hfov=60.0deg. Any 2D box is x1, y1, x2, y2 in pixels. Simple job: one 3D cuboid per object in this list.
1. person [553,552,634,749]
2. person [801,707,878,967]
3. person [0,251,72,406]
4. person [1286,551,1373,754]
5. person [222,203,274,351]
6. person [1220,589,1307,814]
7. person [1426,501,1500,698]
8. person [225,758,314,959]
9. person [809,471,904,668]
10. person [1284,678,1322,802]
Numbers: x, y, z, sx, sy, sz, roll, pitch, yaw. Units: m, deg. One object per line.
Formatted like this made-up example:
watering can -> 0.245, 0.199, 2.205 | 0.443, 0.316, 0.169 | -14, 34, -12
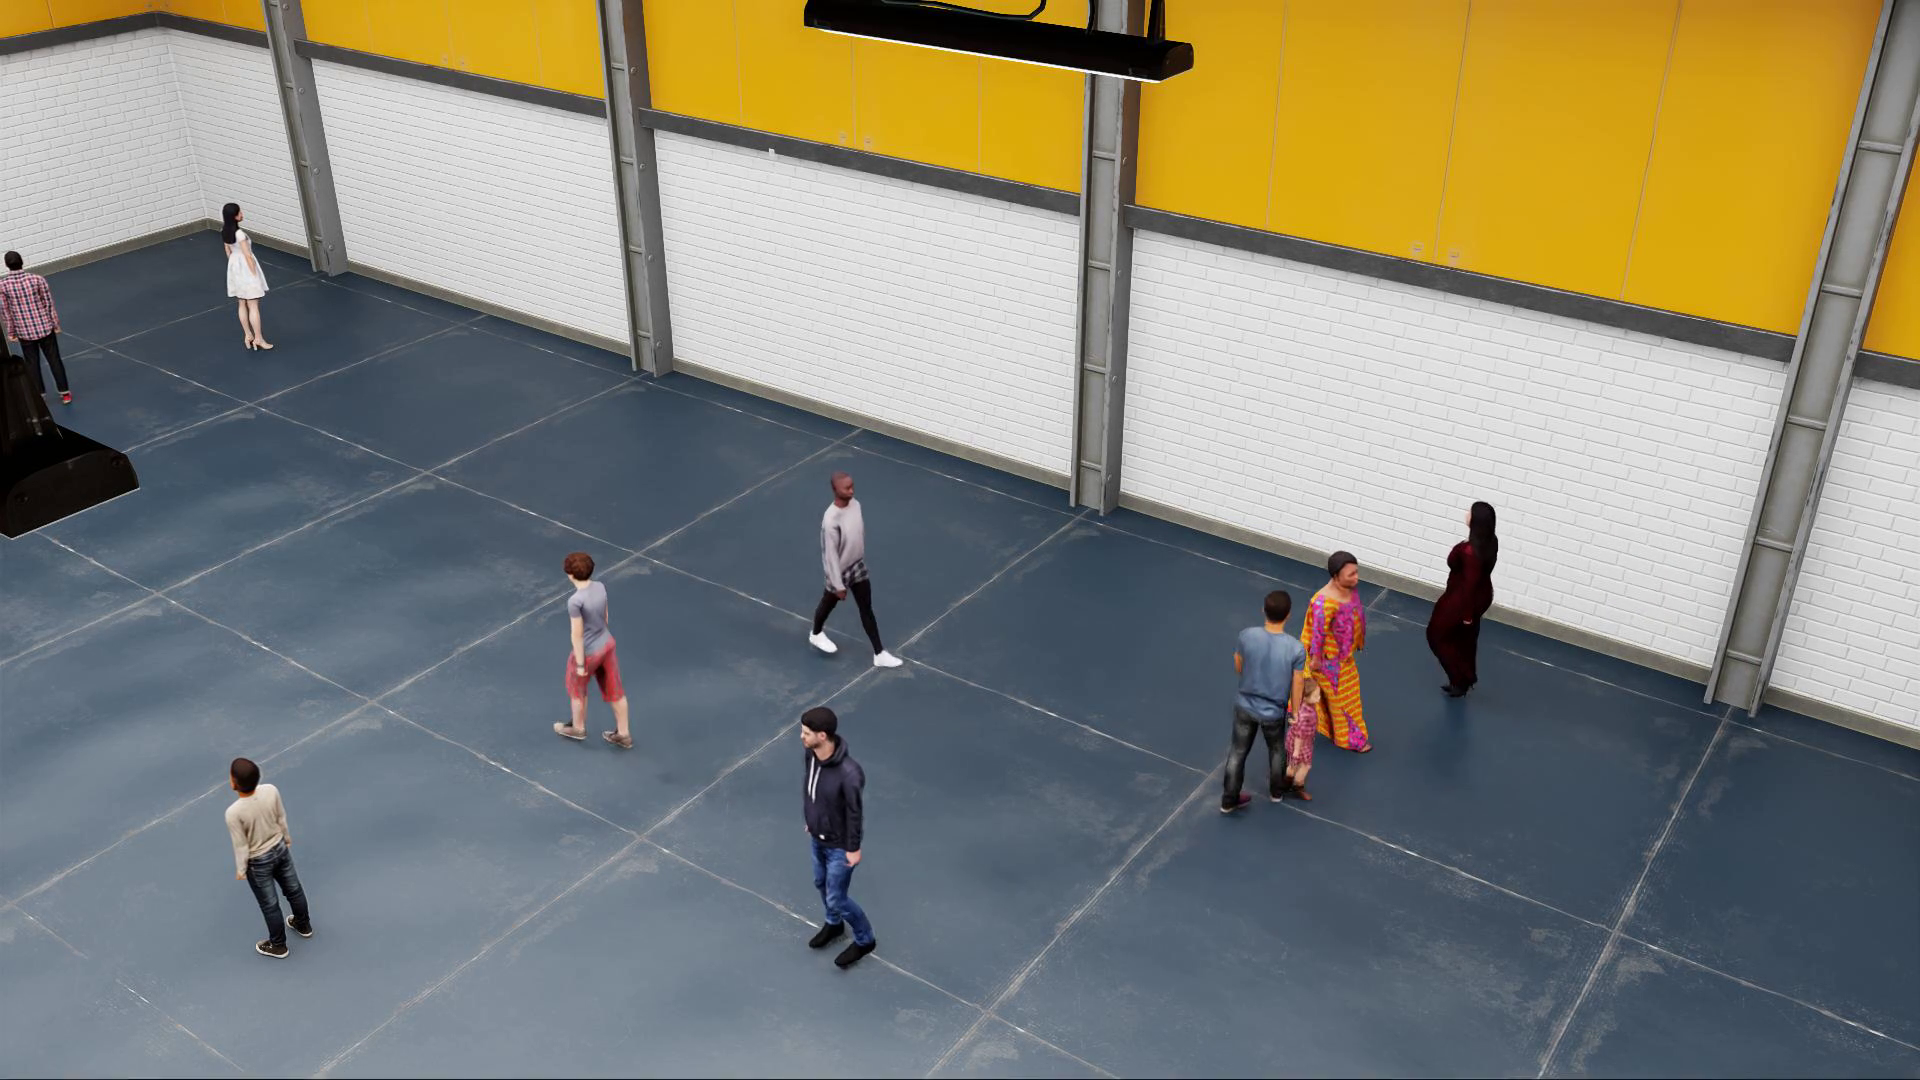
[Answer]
person -> -2.687, 0.873, 12.499 | 0.890, 1.626, 0.631 | 16, 33, 27
person -> -0.769, 1.838, 10.468 | 0.821, 1.876, 0.652 | -23, 36, -36
person -> -10.142, -2.325, 18.223 | 0.763, 1.758, 0.748 | -14, 32, -25
person -> 2.781, 0.771, 12.633 | 1.118, 1.677, 0.670 | 17, 33, 29
person -> -8.451, -3.115, 19.656 | 0.557, 1.773, 0.704 | 20, 34, 32
person -> 2.080, 1.189, 11.760 | 0.789, 1.779, 0.832 | 13, 31, 23
person -> 4.055, 0.506, 13.044 | 0.648, 1.748, 0.654 | 17, 33, 28
person -> -4.421, 2.008, 10.588 | 0.520, 1.463, 0.575 | 15, 32, 25
person -> -1.028, 0.232, 13.571 | 1.152, 1.724, 0.646 | 18, 33, 29
person -> 2.441, 1.427, 12.119 | 0.523, 1.016, 0.485 | 7, 29, 12
